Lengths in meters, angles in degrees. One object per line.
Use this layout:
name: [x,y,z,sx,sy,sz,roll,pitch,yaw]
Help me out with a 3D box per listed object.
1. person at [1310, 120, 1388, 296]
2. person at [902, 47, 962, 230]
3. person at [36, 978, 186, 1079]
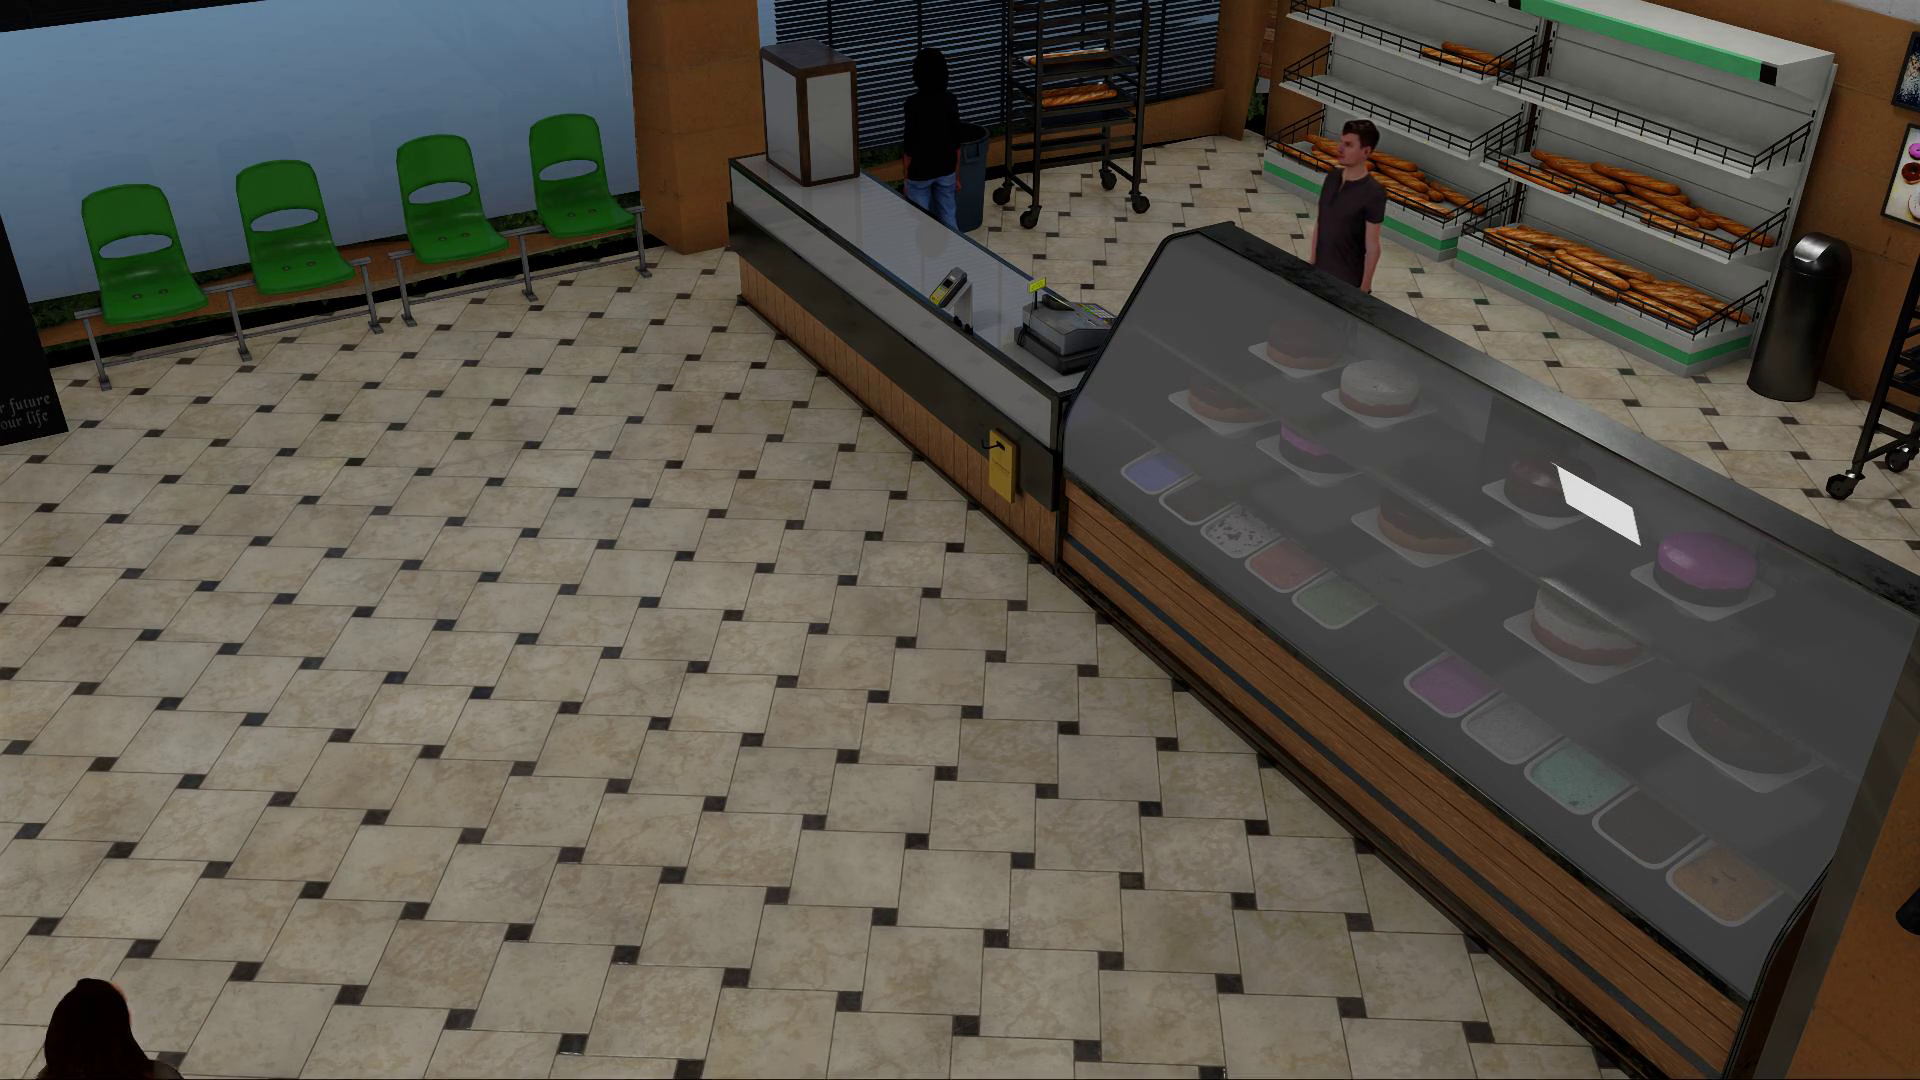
person: [2.144,-1.451,9.324,0.534,1.852,0.636,-16,35,-24]
person: [-0.194,-2.401,10.993,0.512,1.701,0.658,-12,34,-18]
person: [-2.217,1.788,4.485,0.739,1.466,0.804,2,32,3]
